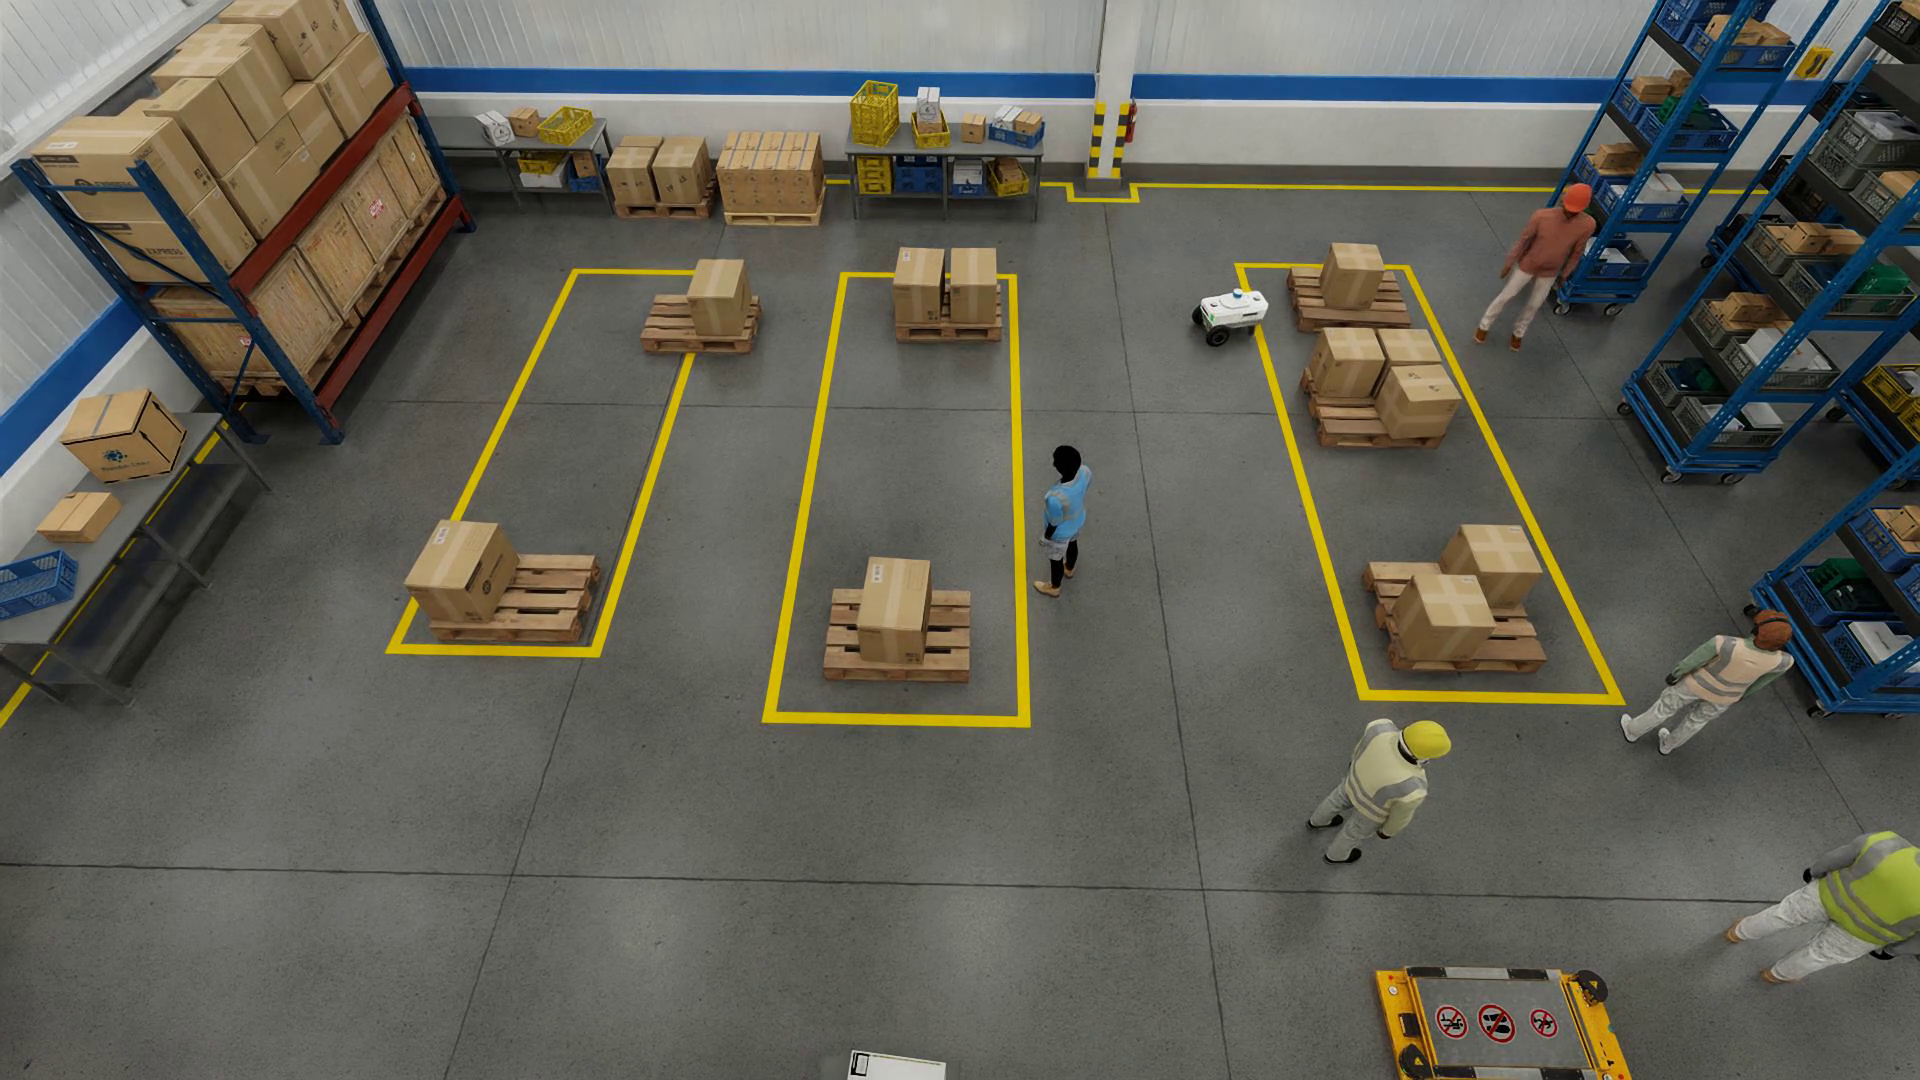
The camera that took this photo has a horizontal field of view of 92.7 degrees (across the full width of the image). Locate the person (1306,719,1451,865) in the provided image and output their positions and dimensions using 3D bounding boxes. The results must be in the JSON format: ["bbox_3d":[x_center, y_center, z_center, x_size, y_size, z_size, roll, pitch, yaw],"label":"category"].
[{"bbox_3d":[2.771,1.682,6.105,0.403,1.826,0.596,-8,51,-6],"label":"person"}]

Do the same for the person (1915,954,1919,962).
[{"bbox_3d":[6.769,2.232,5.592,0.624,1.931,0.374,-15,52,-12],"label":"person"}]

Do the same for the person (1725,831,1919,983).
[{"bbox_3d":[5.504,2.259,5.623,0.429,1.841,0.625,-16,53,-13],"label":"person"}]

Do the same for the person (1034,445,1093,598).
[{"bbox_3d":[0.858,-0.143,7.673,0.320,1.692,0.531,31,57,23],"label":"person"}]

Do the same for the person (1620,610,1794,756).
[{"bbox_3d":[5.484,1.074,6.721,0.514,1.633,0.313,19,53,15],"label":"person"}]

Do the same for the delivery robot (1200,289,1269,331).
[{"bbox_3d":[3.093,-2.607,10.353,0.707,0.478,0.477,-10,52,-8],"label":"delivery robot"}]

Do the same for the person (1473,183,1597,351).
[{"bbox_3d":[6.135,-2.875,9.727,0.633,1.970,0.441,16,53,13],"label":"person"}]

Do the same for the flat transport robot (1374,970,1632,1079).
[{"bbox_3d":[3.501,3.133,5.914,1.431,0.197,0.652,1,51,1],"label":"flat transport robot"}]
